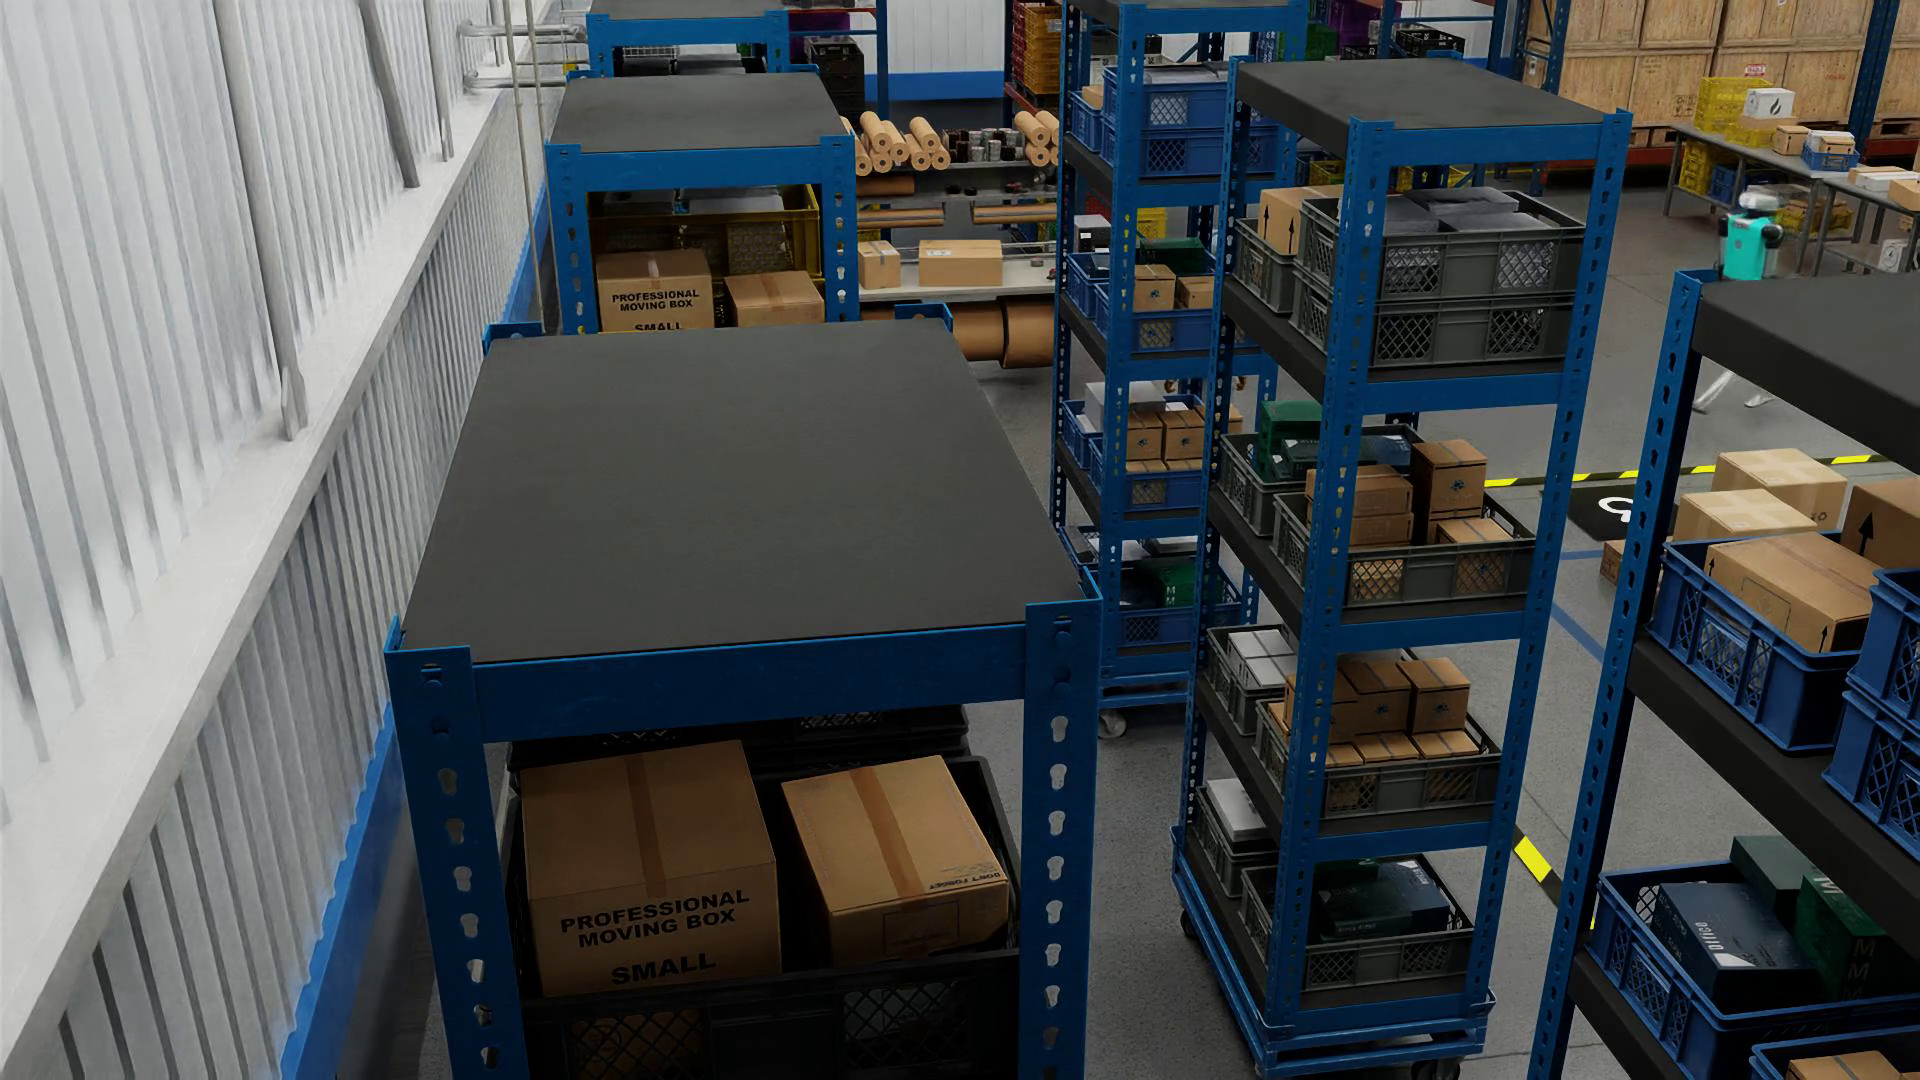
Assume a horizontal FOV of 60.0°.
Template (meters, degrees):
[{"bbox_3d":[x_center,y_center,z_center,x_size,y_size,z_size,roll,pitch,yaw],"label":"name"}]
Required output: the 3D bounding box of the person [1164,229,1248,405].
[{"bbox_3d":[1.609,-1.113,10.823,0.595,1.852,0.369,-5,25,-10],"label":"person"}]

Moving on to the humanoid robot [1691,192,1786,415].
[{"bbox_3d":[5.886,-1.710,12.283,1.047,1.747,0.548,-11,27,-22],"label":"humanoid robot"}]
